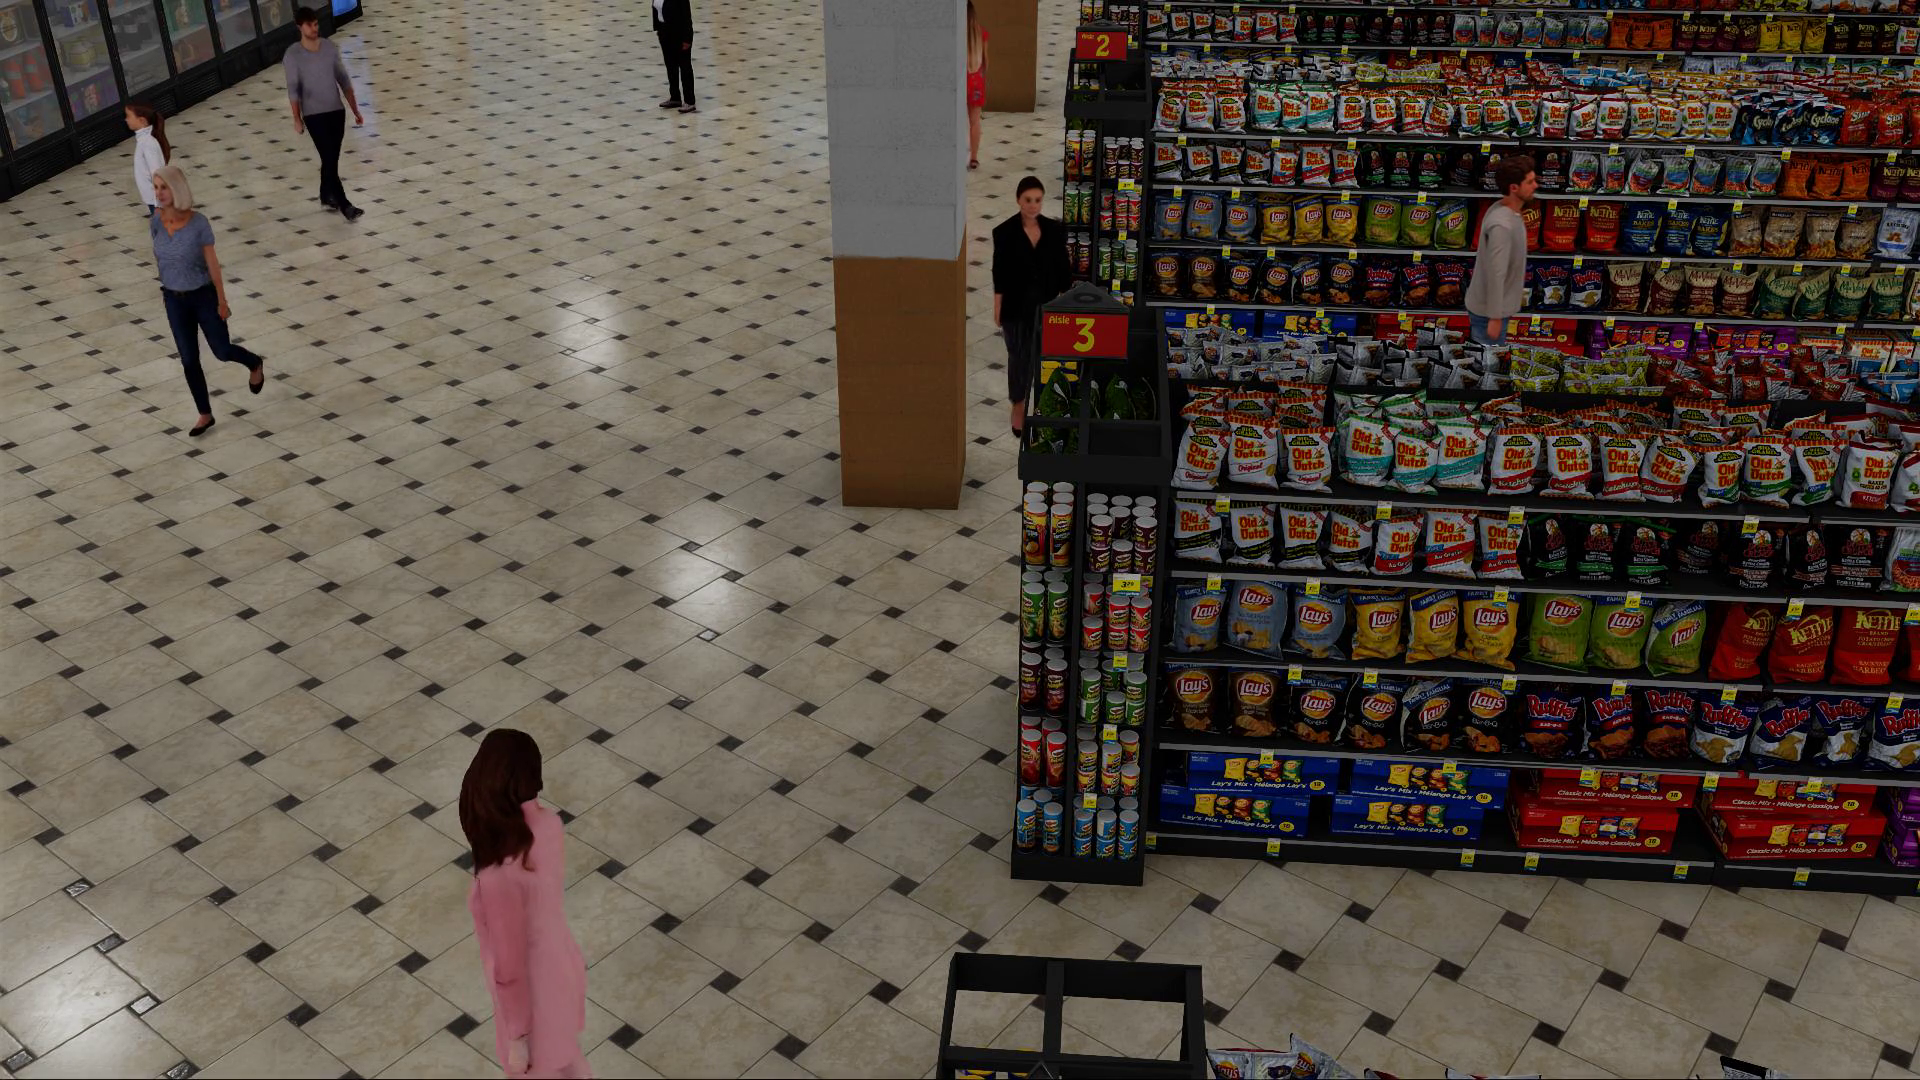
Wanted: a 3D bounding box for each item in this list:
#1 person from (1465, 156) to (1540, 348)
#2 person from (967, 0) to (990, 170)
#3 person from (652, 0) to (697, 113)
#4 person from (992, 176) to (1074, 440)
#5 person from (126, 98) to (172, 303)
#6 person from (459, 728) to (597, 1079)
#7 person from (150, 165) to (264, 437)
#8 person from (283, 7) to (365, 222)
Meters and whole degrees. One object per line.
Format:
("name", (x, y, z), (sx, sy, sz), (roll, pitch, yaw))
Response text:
("person", (3.269, -1.432, 10.239), (0.668, 1.904, 0.713), (9, 30, 16))
("person", (0.081, -4.340, 15.928), (1.014, 1.557, 0.812), (-3, 29, -6))
("person", (-3.060, -5.442, 17.886), (0.745, 1.617, 0.828), (22, 36, 35))
("person", (0.410, -1.510, 10.596), (0.733, 1.701, 0.815), (-8, 30, -14))
("person", (-6.125, -2.614, 12.766), (0.661, 1.559, 0.622), (-13, 31, -23))
("person", (-1.281, 1.447, 5.098), (0.538, 1.779, 0.720), (-4, 29, -7))
("person", (-4.870, -1.567, 10.697), (0.941, 1.704, 0.703), (6, 29, 10))
("person", (-5.617, -3.721, 14.544), (1.212, 1.798, 1.031), (19, 34, 31))
